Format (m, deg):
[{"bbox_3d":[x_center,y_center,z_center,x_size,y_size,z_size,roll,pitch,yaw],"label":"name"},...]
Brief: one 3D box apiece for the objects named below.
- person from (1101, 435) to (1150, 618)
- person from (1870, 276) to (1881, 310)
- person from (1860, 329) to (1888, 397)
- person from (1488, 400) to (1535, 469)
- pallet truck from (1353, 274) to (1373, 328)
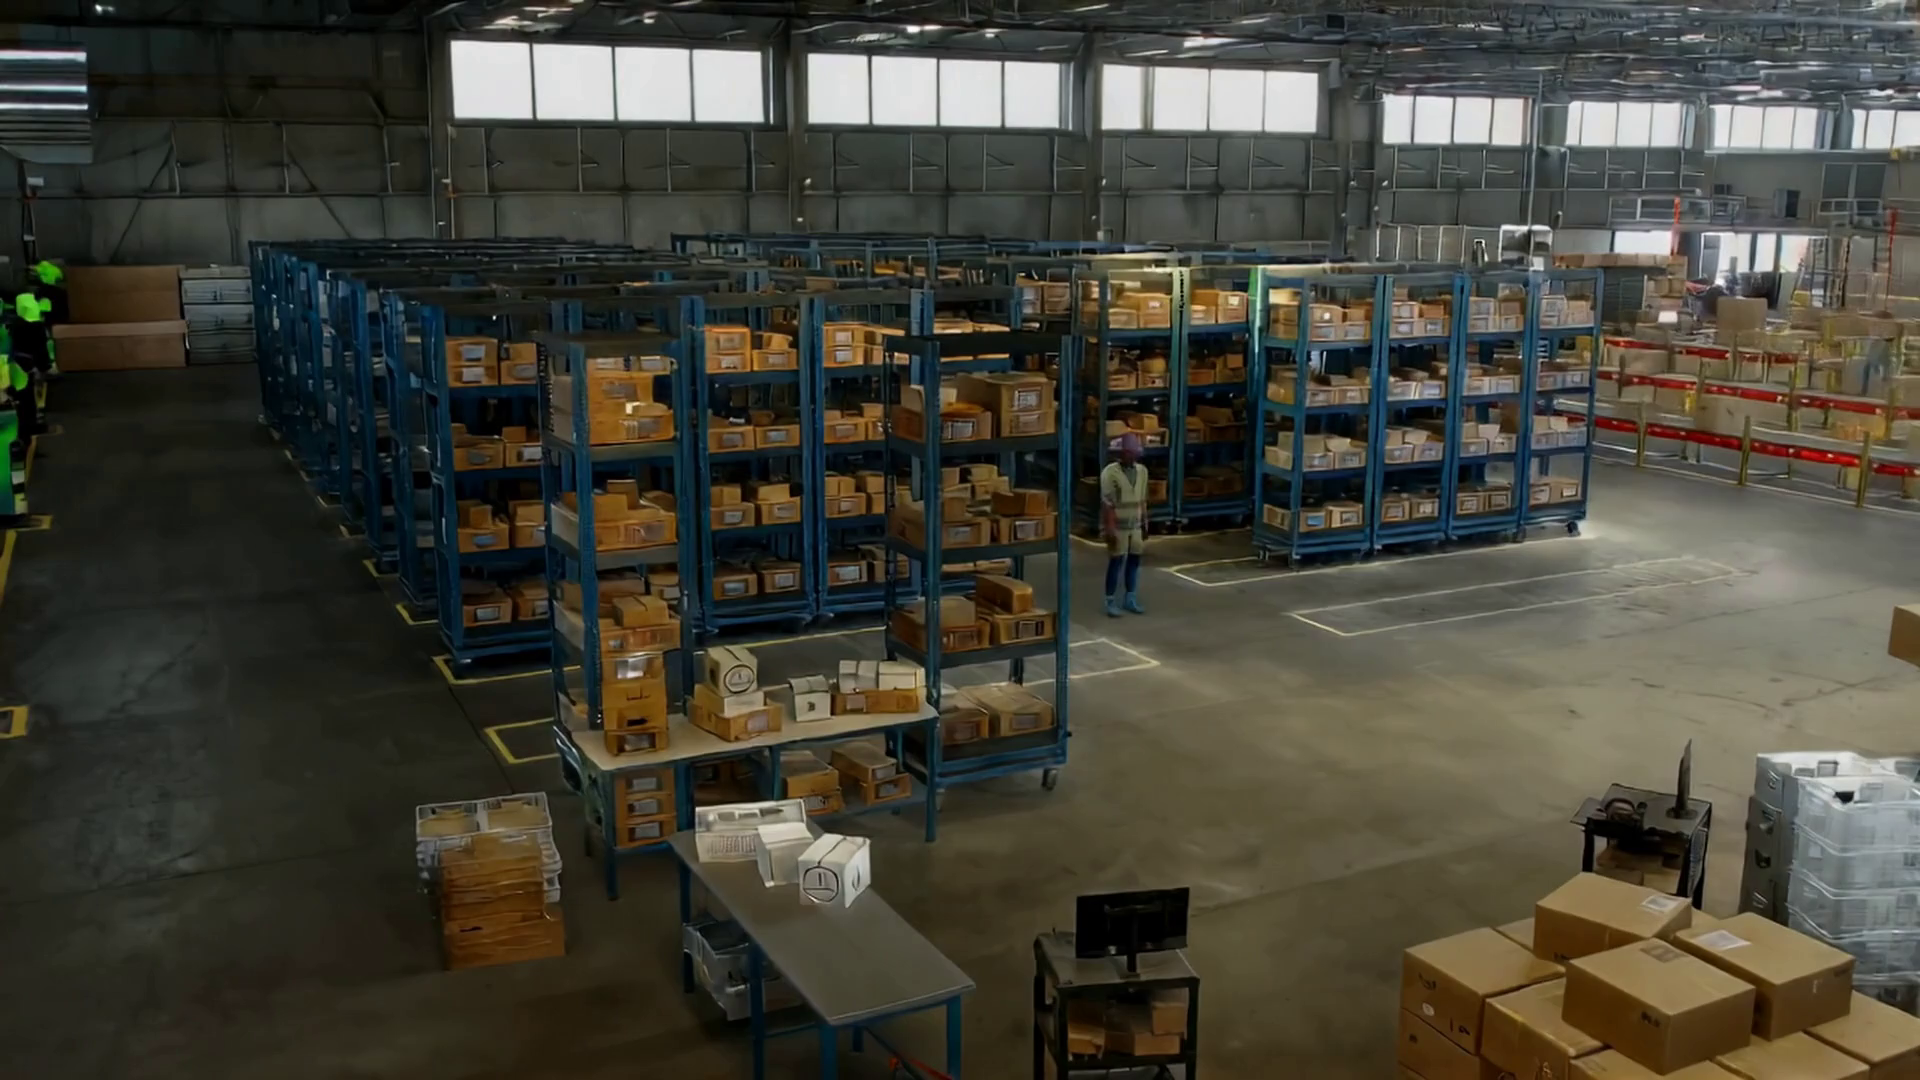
[{"bbox_3d":[1.835,-0.149,18.242,0.639,2.027,0.474,-7,14,-31],"label":"person"},{"bbox_3d":[33.068,-8.962,60.118,0.510,1.730,0.418,-8,15,-34],"label":"person"},{"bbox_3d":[20.037,-3.813,36.387,0.851,1.587,0.511,-7,14,-29],"label":"person"},{"bbox_3d":[9.274,-2.113,27.810,0.659,1.867,0.925,-4,13,-19],"label":"person"},{"bbox_3d":[13.011,-8.050,55.243,0.823,1.965,1.885,-7,14,-28],"label":"pallet truck"}]
